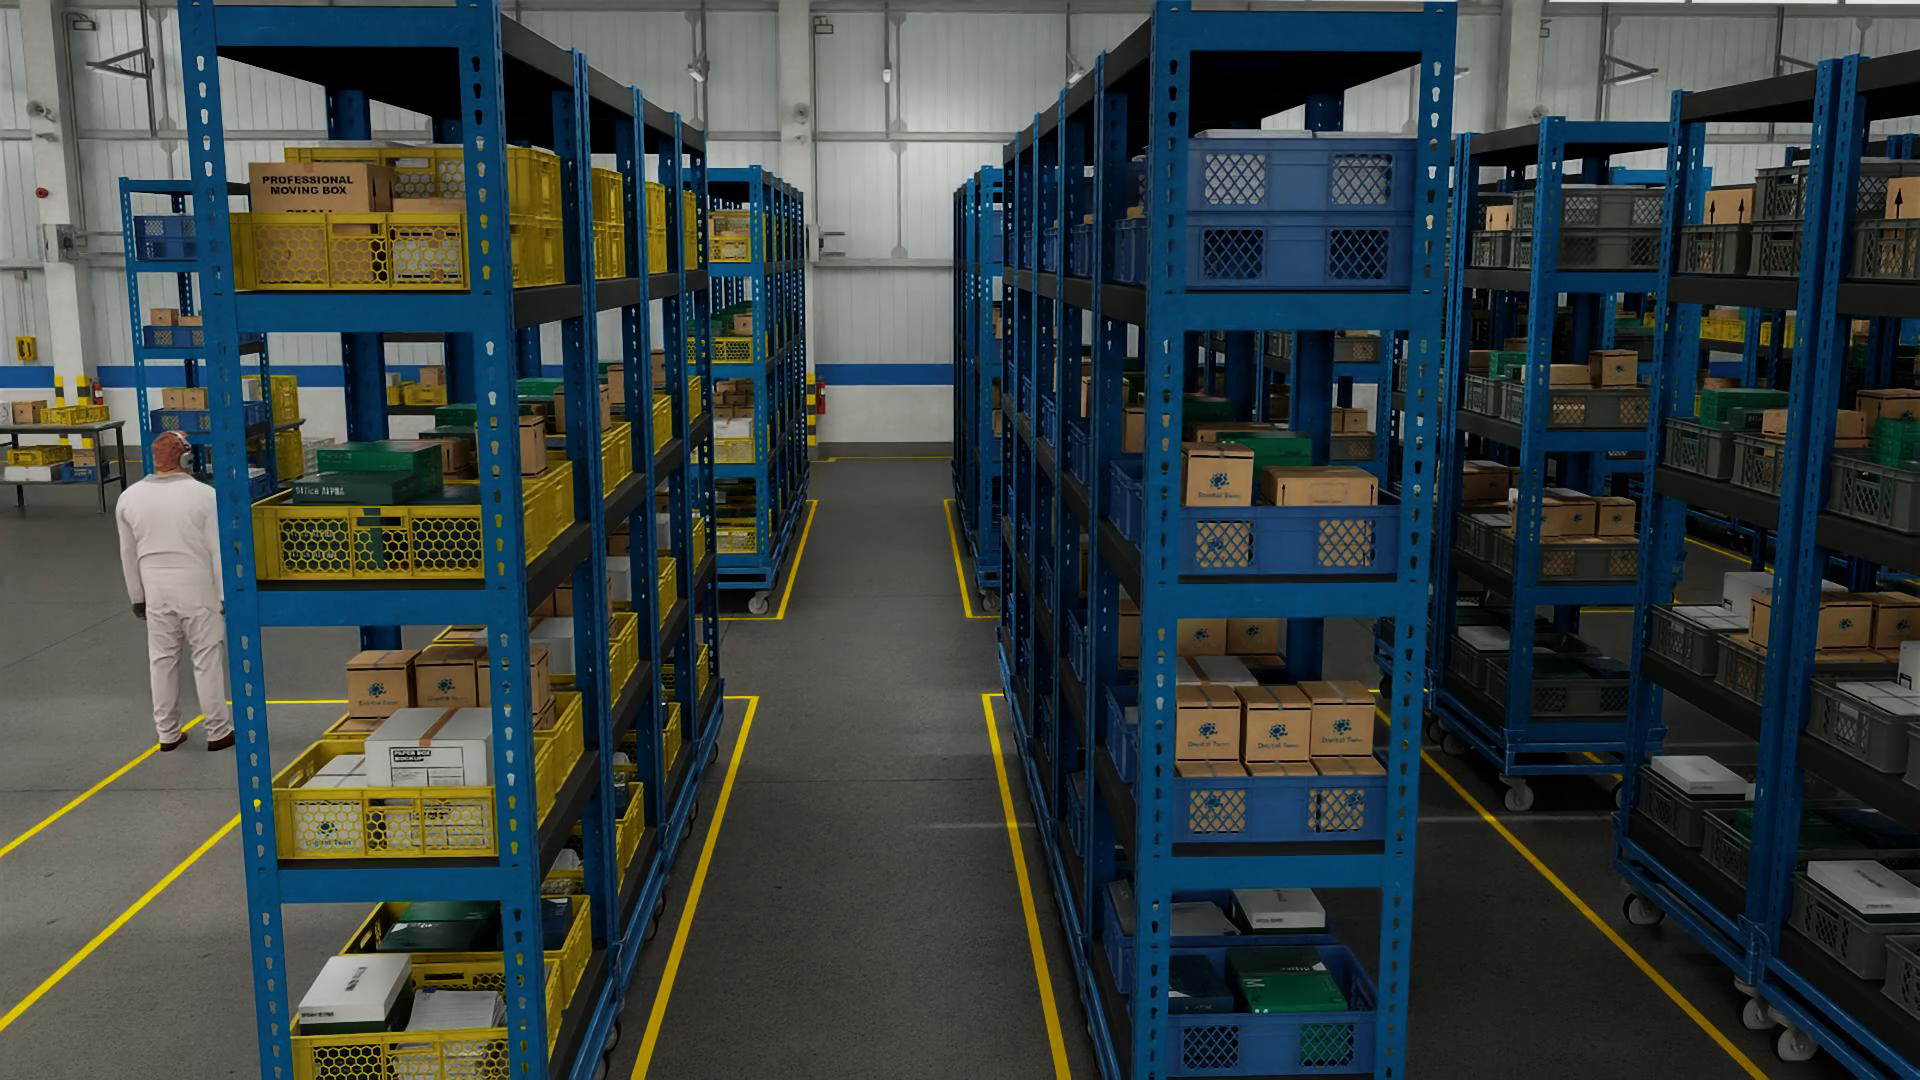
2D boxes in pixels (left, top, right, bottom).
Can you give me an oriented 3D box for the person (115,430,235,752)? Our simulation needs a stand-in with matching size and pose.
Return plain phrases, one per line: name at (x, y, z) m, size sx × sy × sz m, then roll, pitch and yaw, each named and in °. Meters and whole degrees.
person at (-4.581, 0.304, 9.827) m, size 0.637 × 1.911 × 0.403 m, roll 1°, pitch 10°, yaw 3°
